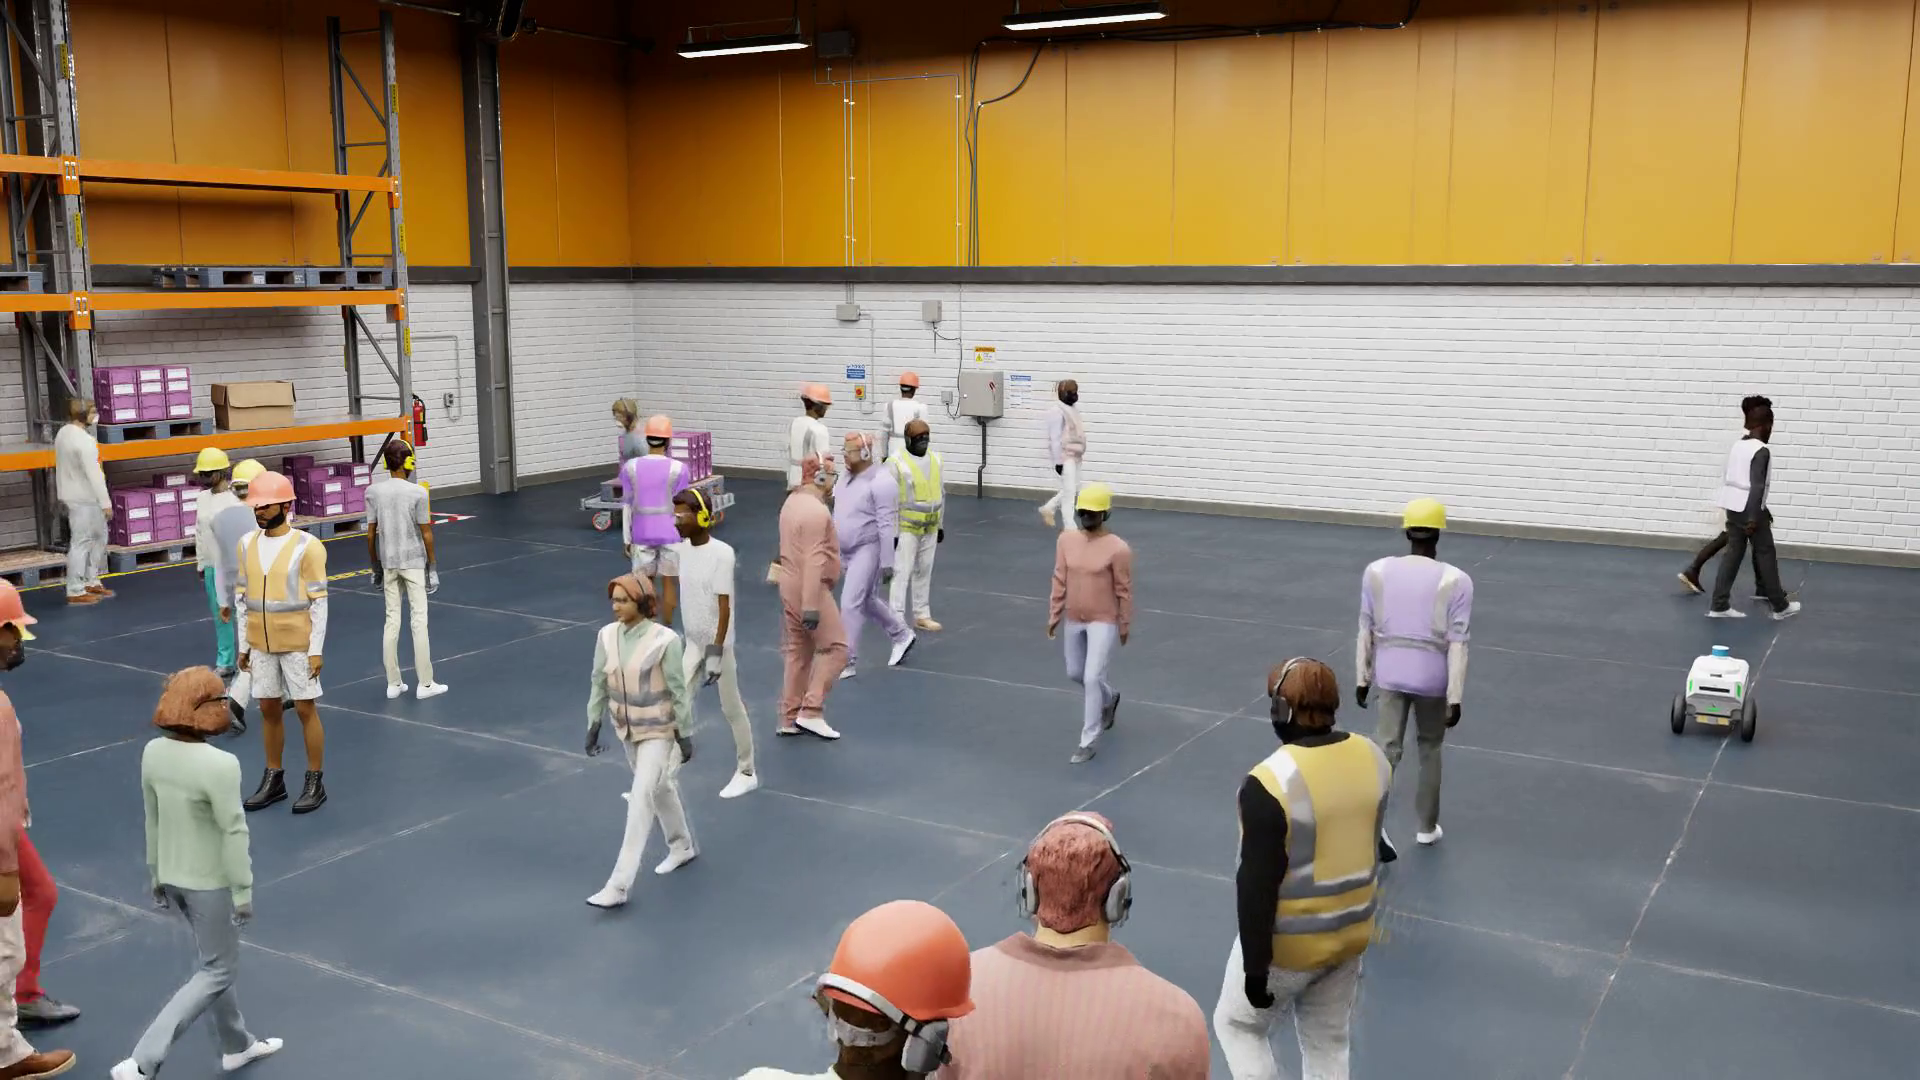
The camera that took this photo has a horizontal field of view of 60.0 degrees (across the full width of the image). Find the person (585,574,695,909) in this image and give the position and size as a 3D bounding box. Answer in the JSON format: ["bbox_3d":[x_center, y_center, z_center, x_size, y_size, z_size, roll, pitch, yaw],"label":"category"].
[{"bbox_3d":[-1.575,0.945,8.125,0.535,1.586,0.875,6,11,34],"label":"person"}]

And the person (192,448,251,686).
[{"bbox_3d":[-5.445,0.196,12.263,0.533,1.765,0.330,5,10,27],"label":"person"}]

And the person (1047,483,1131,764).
[{"bbox_3d":[0.867,0.486,10.511,0.516,1.745,0.734,6,11,35],"label":"person"}]

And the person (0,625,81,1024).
[{"bbox_3d":[-3.827,1.100,6.663,0.575,1.742,0.542,-7,11,-37],"label":"person"}]

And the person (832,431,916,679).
[{"bbox_3d":[-0.713,0.095,12.569,0.931,1.872,0.654,-6,11,-35],"label":"person"}]

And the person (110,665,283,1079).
[{"bbox_3d":[-2.822,1.264,6.077,0.507,1.612,0.700,5,11,30],"label":"person"}]

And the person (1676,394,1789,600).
[{"bbox_3d":[7.231,-0.399,15.475,0.934,1.934,0.620,1,9,4],"label":"person"}]

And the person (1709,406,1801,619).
[{"bbox_3d":[7.031,-0.232,14.635,0.862,1.874,0.619,0,9,-1],"label":"person"}]

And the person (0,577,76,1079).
[{"bbox_3d":[-3.594,1.110,5.928,0.661,1.965,0.692,7,12,39],"label":"person"}]

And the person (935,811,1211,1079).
[{"bbox_3d":[0.245,1.522,3.604,0.650,1.887,0.419,3,10,19],"label":"person"}]

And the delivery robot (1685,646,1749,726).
[{"bbox_3d":[5.034,0.946,11.045,0.477,0.478,0.707,5,10,28],"label":"delivery robot"}]

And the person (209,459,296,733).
[{"bbox_3d":[-4.738,0.366,11.112,0.591,1.797,0.843,3,10,17],"label":"person"}]

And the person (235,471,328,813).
[{"bbox_3d":[-3.825,0.574,9.362,0.545,1.939,0.354,2,9,10],"label":"person"}]

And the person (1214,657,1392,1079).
[{"bbox_3d":[1.093,1.272,5.384,0.628,1.815,0.473,-5,11,-31],"label":"person"}]

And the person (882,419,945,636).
[{"bbox_3d":[-0.378,-0.104,13.950,0.633,1.830,0.436,-8,12,-41],"label":"person"}]

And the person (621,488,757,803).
[{"bbox_3d":[-1.483,0.625,9.385,0.549,1.820,0.944,7,12,39],"label":"person"}]

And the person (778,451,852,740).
[{"bbox_3d":[-0.955,0.364,10.810,0.483,1.885,0.676,-4,10,-21],"label":"person"}]

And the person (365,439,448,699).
[{"bbox_3d":[-3.965,0.208,11.875,0.515,1.865,0.329,1,9,9],"label":"person"}]

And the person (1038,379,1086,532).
[{"bbox_3d":[1.209,-0.956,19.254,0.560,1.825,0.647,4,10,22],"label":"person"}]

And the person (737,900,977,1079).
[{"bbox_3d":[-0.208,1.597,2.913,0.645,1.958,0.557,8,12,42],"label":"person"}]

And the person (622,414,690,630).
[{"bbox_3d":[-2.407,-0.037,13.223,0.560,1.918,0.499,0,9,2],"label":"person"}]

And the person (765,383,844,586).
[{"bbox_3d":[-1.463,-0.536,16.185,1.096,1.975,0.620,-6,11,-32],"label":"person"}]

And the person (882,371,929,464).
[{"bbox_3d":[-0.632,-1.055,19.688,0.595,1.884,0.706,2,9,12],"label":"person"}]

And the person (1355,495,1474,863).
[{"bbox_3d":[2.305,0.724,8.595,0.594,1.889,0.841,5,10,30],"label":"person"}]

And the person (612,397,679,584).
[{"bbox_3d":[-2.912,-0.405,15.579,0.674,1.903,0.697,-3,10,-21],"label":"person"}]

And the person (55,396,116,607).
[{"bbox_3d":[-7.952,-0.354,15.199,0.660,1.917,0.633,9,13,44],"label":"person"}]
